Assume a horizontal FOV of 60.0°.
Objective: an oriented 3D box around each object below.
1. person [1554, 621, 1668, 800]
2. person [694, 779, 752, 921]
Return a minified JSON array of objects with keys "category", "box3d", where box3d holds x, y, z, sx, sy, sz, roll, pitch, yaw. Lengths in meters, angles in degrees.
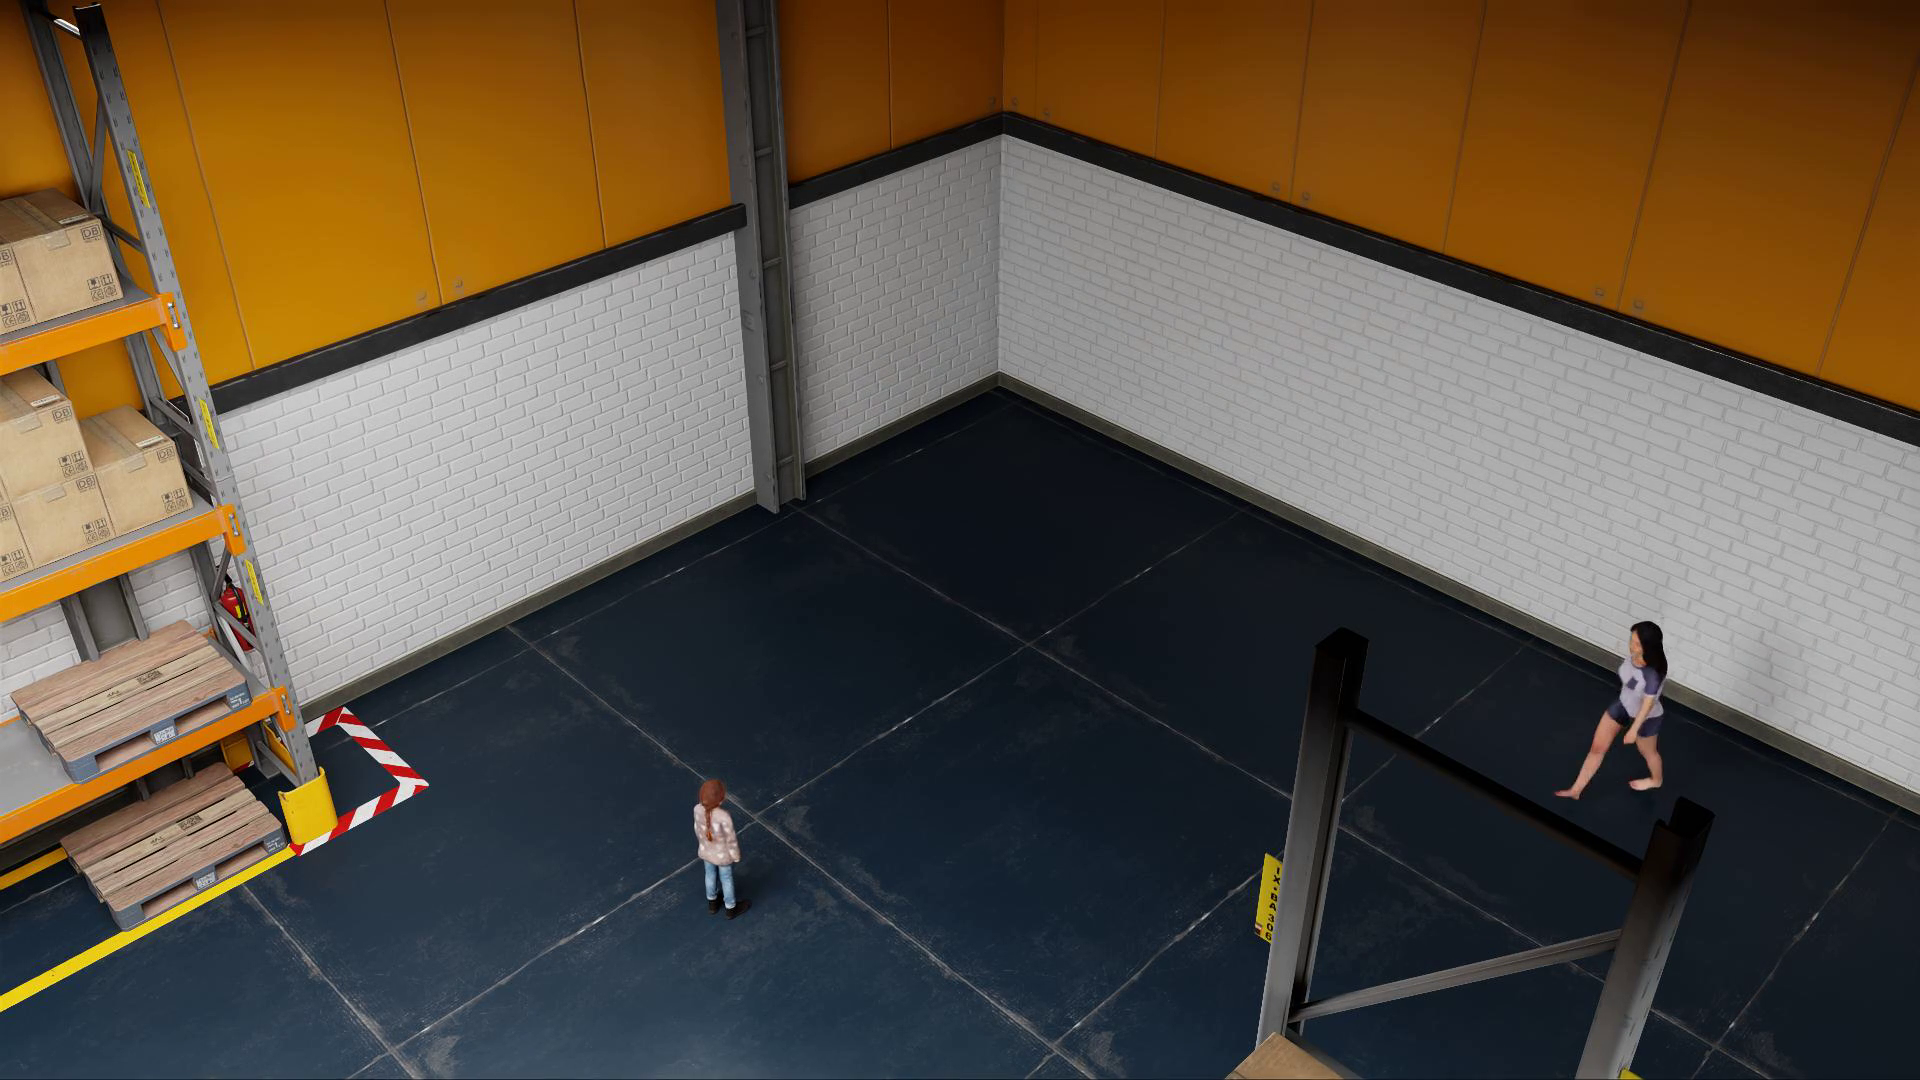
[{"category":"person","box3d":[4.996,1.252,12.121,1.196,1.641,0.997,-4,34,-6]},{"category":"person","box3d":[-1.645,2.088,11.267,0.536,1.194,0.540,16,37,23]}]
